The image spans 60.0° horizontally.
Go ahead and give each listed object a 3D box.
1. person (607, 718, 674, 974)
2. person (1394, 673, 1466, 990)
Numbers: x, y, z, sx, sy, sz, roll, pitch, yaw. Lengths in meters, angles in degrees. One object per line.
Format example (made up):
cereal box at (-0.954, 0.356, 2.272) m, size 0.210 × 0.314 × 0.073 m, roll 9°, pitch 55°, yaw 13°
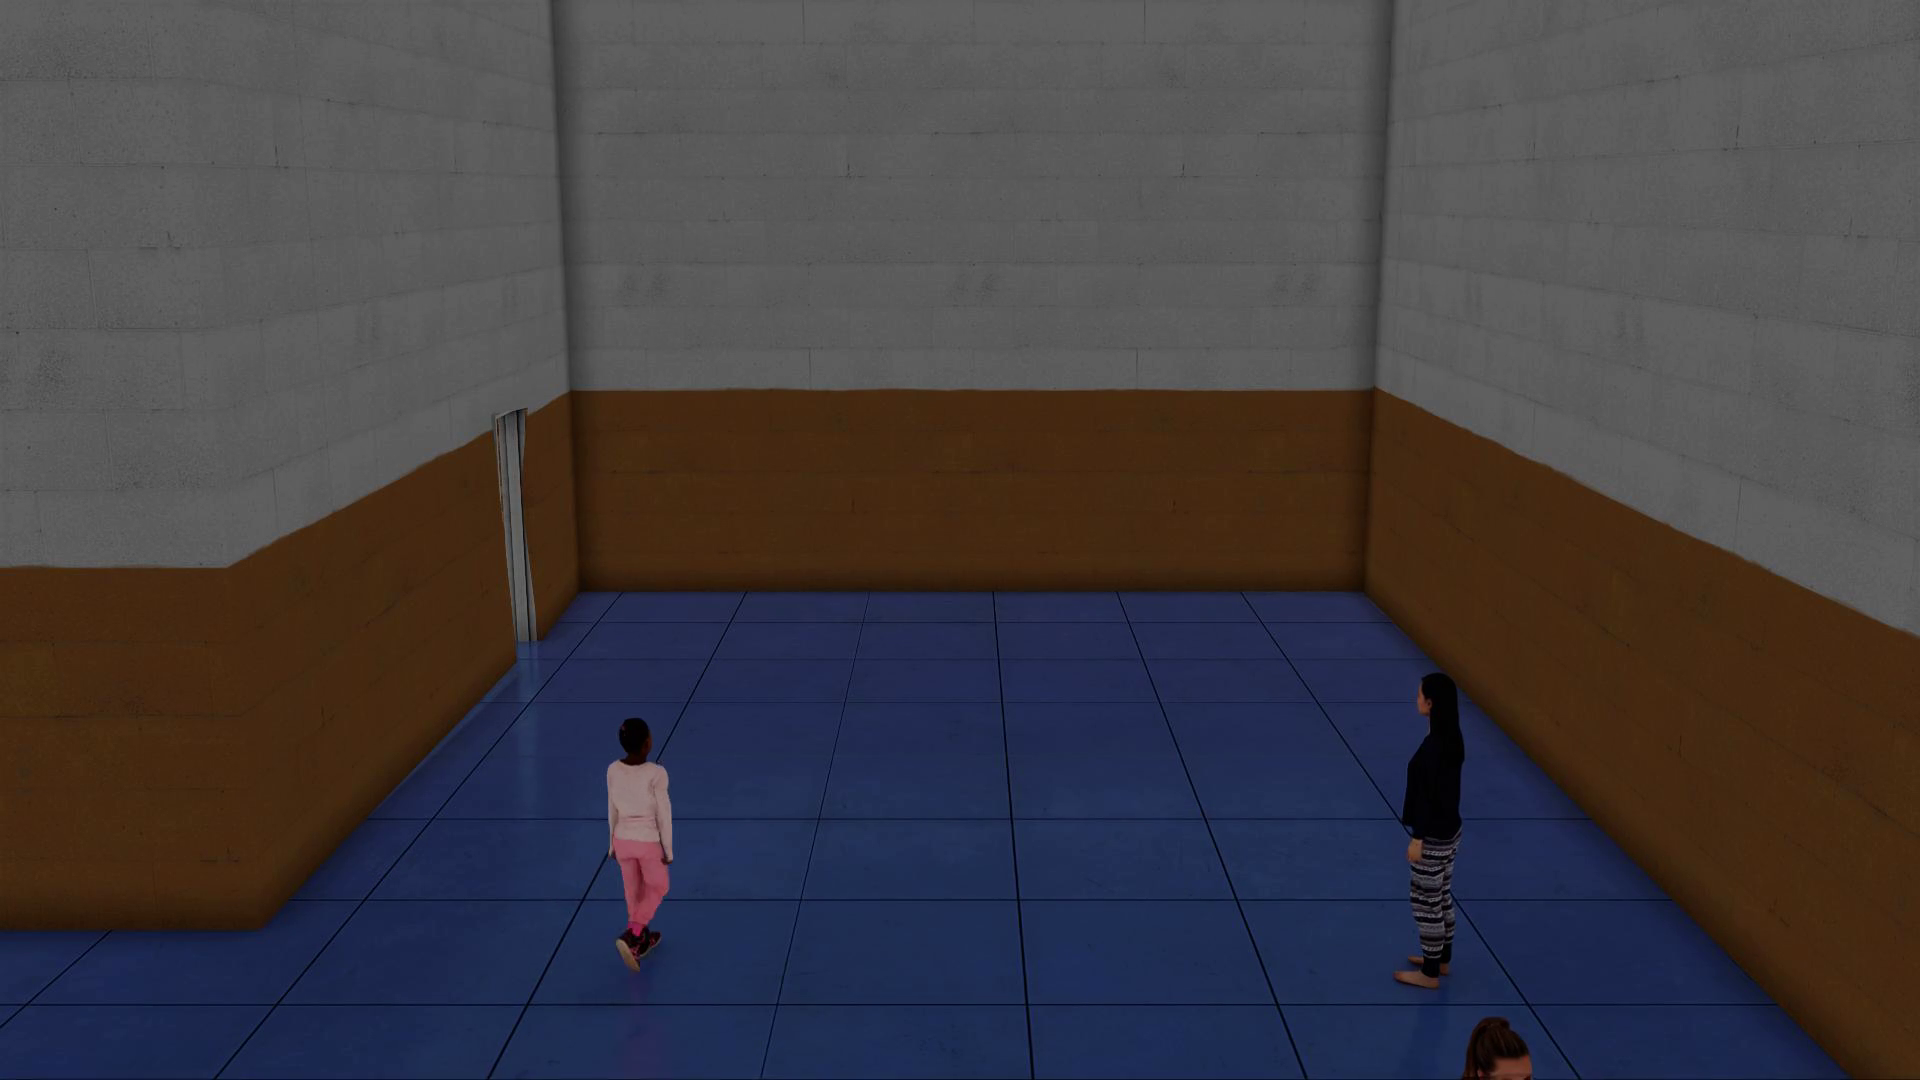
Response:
person at (-1.789, 1.678, 9.152) m, size 0.834 × 1.431 × 0.757 m, roll 4°, pitch 12°, yaw 16°
person at (2.573, 1.558, 8.986) m, size 0.687 × 1.734 × 0.676 m, roll 8°, pitch 14°, yaw 32°
